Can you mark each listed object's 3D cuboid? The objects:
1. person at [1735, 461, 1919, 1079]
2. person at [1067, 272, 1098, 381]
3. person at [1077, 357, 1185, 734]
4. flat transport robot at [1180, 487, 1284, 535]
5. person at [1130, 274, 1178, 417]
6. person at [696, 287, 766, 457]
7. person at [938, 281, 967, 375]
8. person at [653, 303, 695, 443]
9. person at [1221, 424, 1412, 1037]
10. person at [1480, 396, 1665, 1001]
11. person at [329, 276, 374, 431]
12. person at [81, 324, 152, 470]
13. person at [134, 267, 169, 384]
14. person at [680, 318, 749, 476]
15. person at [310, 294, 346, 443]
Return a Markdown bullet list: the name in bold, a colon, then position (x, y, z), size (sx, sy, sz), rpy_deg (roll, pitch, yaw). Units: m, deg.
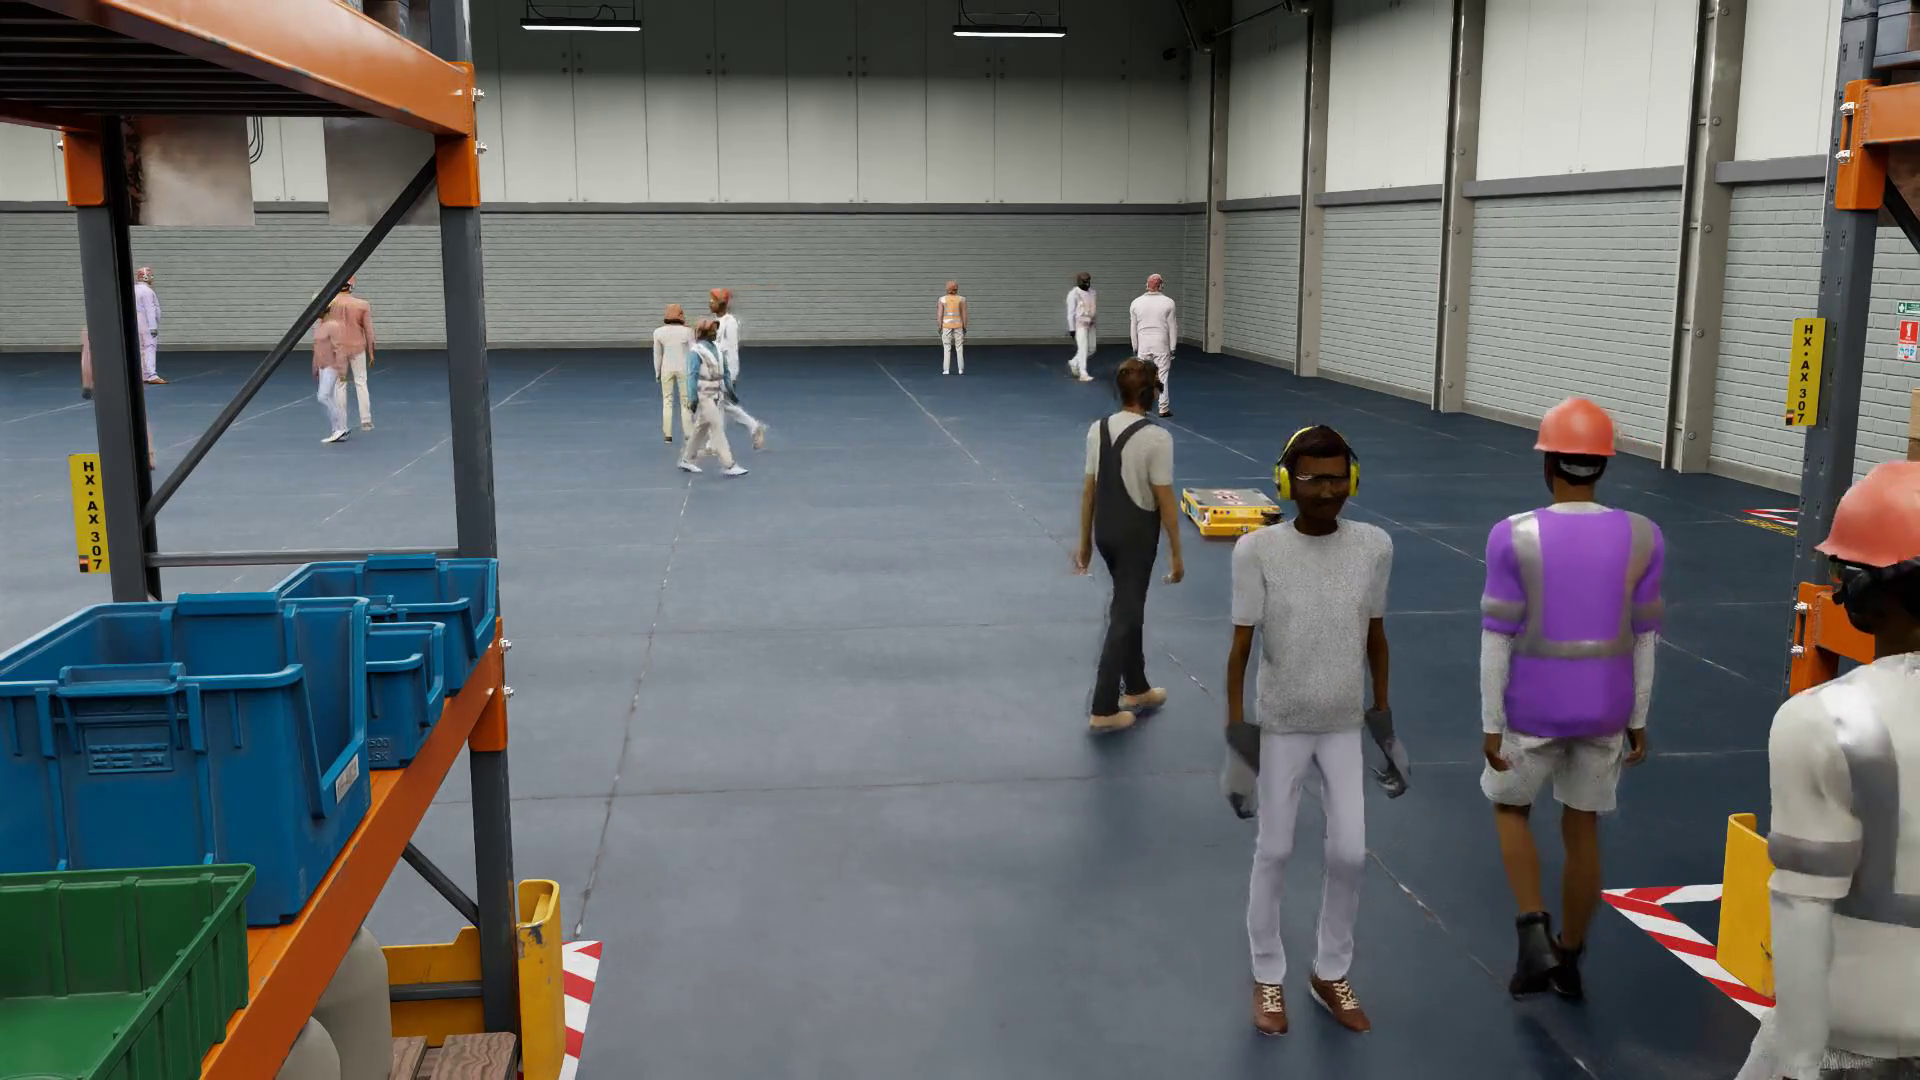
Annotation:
- **person**: position (1.766, 0.860, 3.084), size (0.604, 2.012, 1.011), rpy_deg (-1, 10, -7)
- **person**: position (2.040, -3.581, 27.894), size (0.640, 1.821, 0.584), rpy_deg (-9, 14, -42)
- **person**: position (0.895, 0.016, 8.176), size (0.795, 1.818, 0.538), rpy_deg (-9, 13, -40)
- **flat transport robot**: position (2.262, -0.252, 13.906), size (0.652, 0.197, 1.431), rpy_deg (0, 10, 0)
- **person**: position (2.600, -2.588, 22.229), size (0.643, 1.909, 0.410), rpy_deg (4, 11, 21)
- **person**: position (-2.547, -1.846, 18.297), size (0.805, 1.861, 0.587), rpy_deg (-4, 11, -23)
- **person**: position (-0.136, -3.697, 29.038), size (0.514, 1.641, 0.315), rpy_deg (-1, 10, -6)
- **person**: position (-3.323, -1.946, 19.460), size (0.507, 1.630, 0.268), rpy_deg (0, 10, 2)
- **person**: position (1.082, 0.586, 4.980), size (0.609, 1.856, 0.417), rpy_deg (-1, 10, -6)
- **person**: position (1.879, 0.522, 5.158), size (0.555, 1.923, 0.493), rpy_deg (1, 10, 5)
- **person**: position (-7.601, -2.347, 20.665), size (0.626, 1.992, 0.387), rpy_deg (-3, 11, -17)
- **person**: position (-8.778, -1.644, 17.268), size (0.903, 1.837, 0.676), rpy_deg (1, 10, 4)
- **person**: position (-13.303, -3.507, 27.264), size (0.400, 1.910, 0.643), rpy_deg (-10, 14, -44)
- **person**: position (-2.531, -1.447, 16.828), size (0.858, 1.595, 0.522), rpy_deg (4, 11, 21)
- **person**: position (-7.388, -1.988, 19.371), size (0.426, 1.746, 0.548), rpy_deg (-10, 14, -44)
